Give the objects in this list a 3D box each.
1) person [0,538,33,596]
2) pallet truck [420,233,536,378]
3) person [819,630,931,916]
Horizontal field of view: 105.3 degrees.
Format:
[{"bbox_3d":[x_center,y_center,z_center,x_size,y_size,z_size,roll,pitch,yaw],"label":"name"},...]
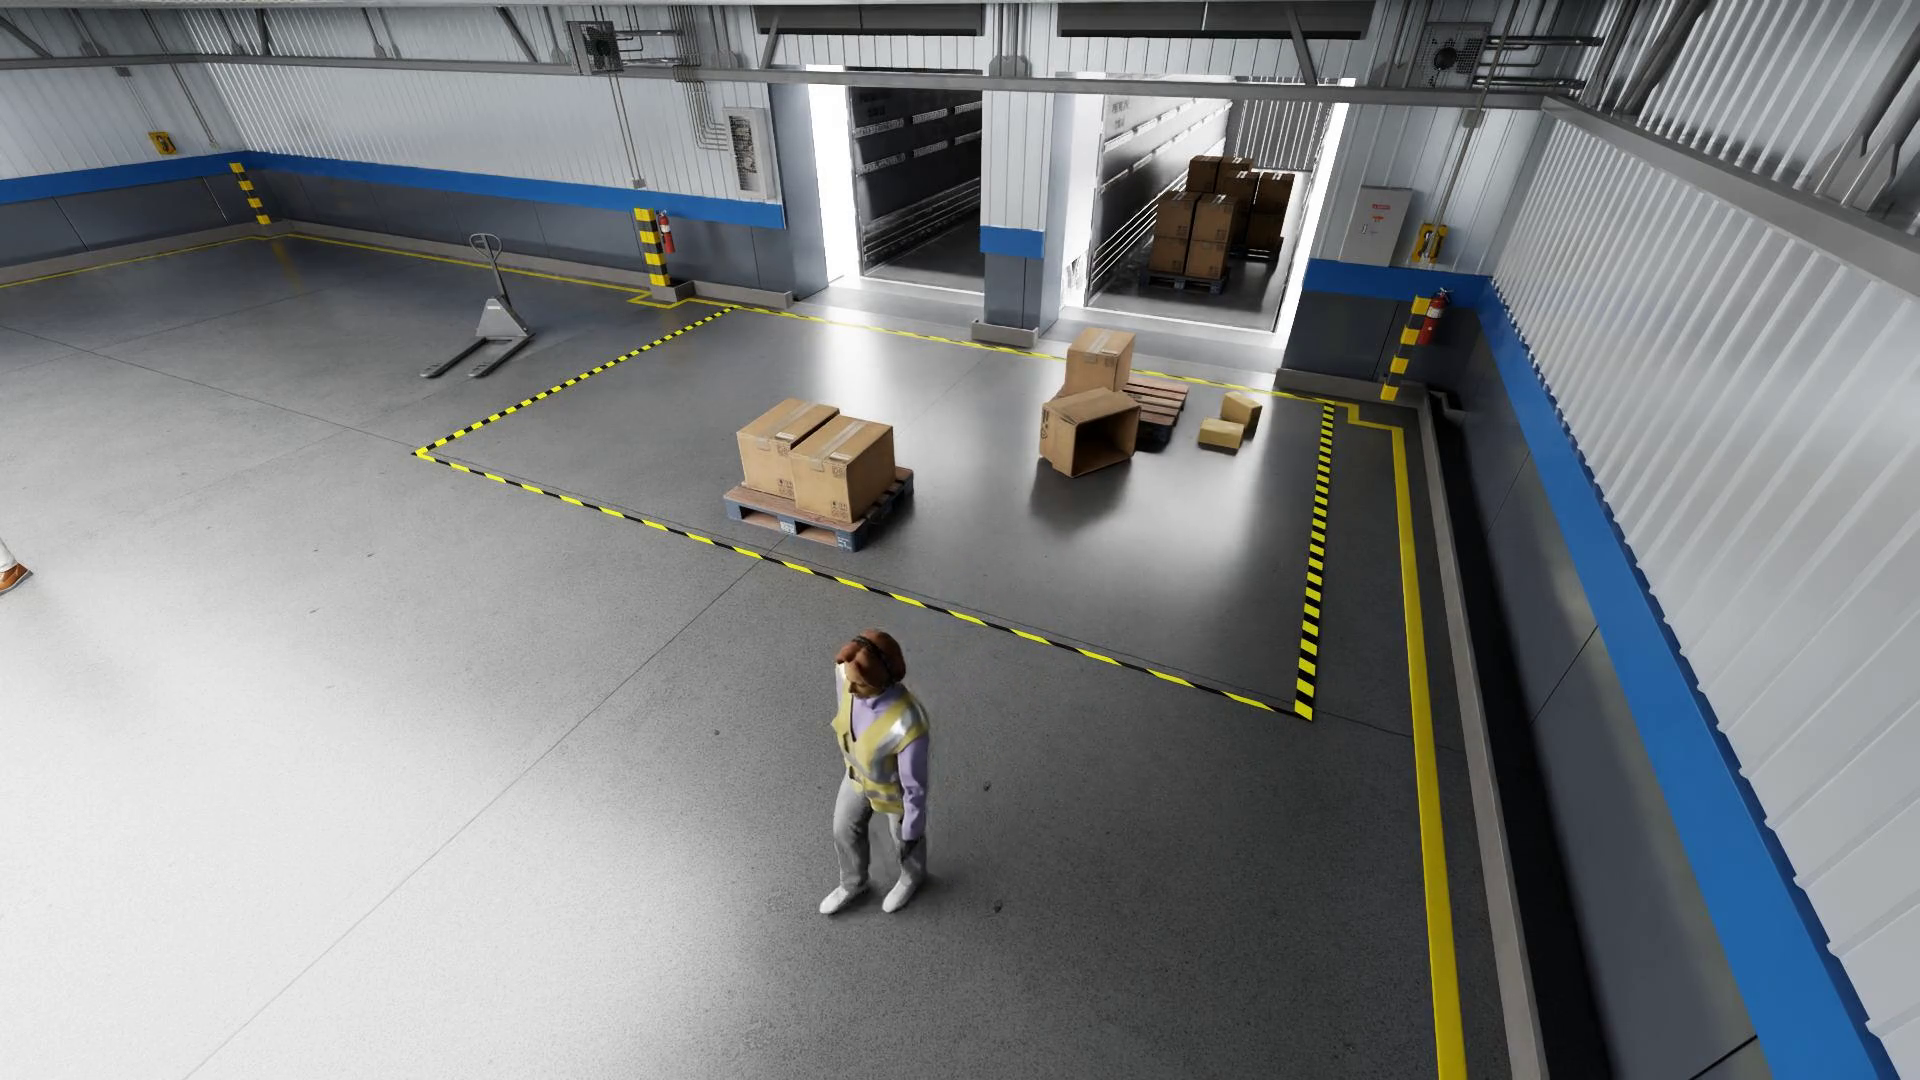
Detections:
[{"bbox_3d":[-6.873,-0.449,4.641,0.613,1.945,0.404,0,35,0],"label":"person"},{"bbox_3d":[-5.664,-2.712,8.427,0.680,1.201,1.601,0,35,-1],"label":"pallet truck"},{"bbox_3d":[-0.342,1.002,2.867,0.485,1.624,0.546,-30,45,-35],"label":"person"}]
